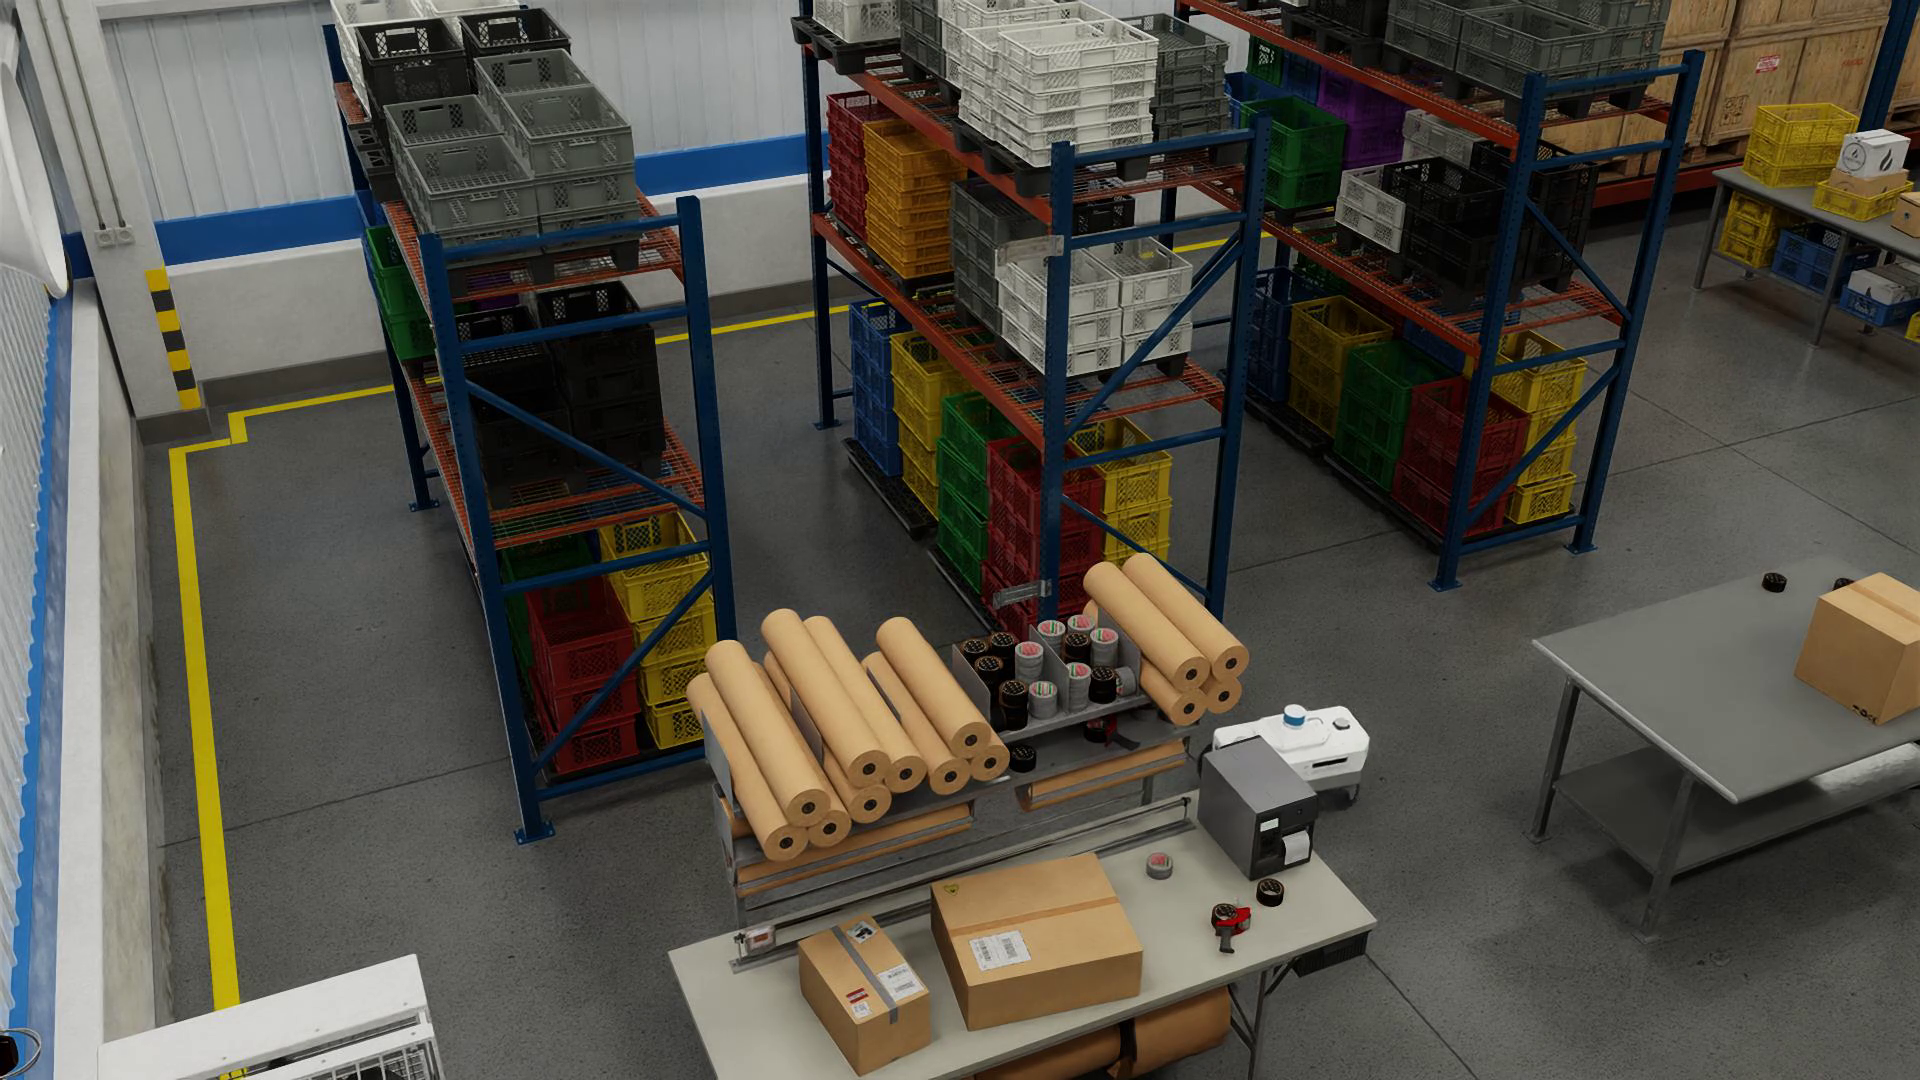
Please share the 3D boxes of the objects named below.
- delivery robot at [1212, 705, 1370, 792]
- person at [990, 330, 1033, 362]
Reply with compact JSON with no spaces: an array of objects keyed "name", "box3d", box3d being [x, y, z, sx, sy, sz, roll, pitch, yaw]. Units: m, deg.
[{"name":"delivery robot","box3d":[1.581,1.007,7.953,0.707,0.478,0.477,-9,33,-13]},{"name":"person","box3d":[0.226,-2.059,11.755,0.548,1.890,0.717,7,32,10]}]
